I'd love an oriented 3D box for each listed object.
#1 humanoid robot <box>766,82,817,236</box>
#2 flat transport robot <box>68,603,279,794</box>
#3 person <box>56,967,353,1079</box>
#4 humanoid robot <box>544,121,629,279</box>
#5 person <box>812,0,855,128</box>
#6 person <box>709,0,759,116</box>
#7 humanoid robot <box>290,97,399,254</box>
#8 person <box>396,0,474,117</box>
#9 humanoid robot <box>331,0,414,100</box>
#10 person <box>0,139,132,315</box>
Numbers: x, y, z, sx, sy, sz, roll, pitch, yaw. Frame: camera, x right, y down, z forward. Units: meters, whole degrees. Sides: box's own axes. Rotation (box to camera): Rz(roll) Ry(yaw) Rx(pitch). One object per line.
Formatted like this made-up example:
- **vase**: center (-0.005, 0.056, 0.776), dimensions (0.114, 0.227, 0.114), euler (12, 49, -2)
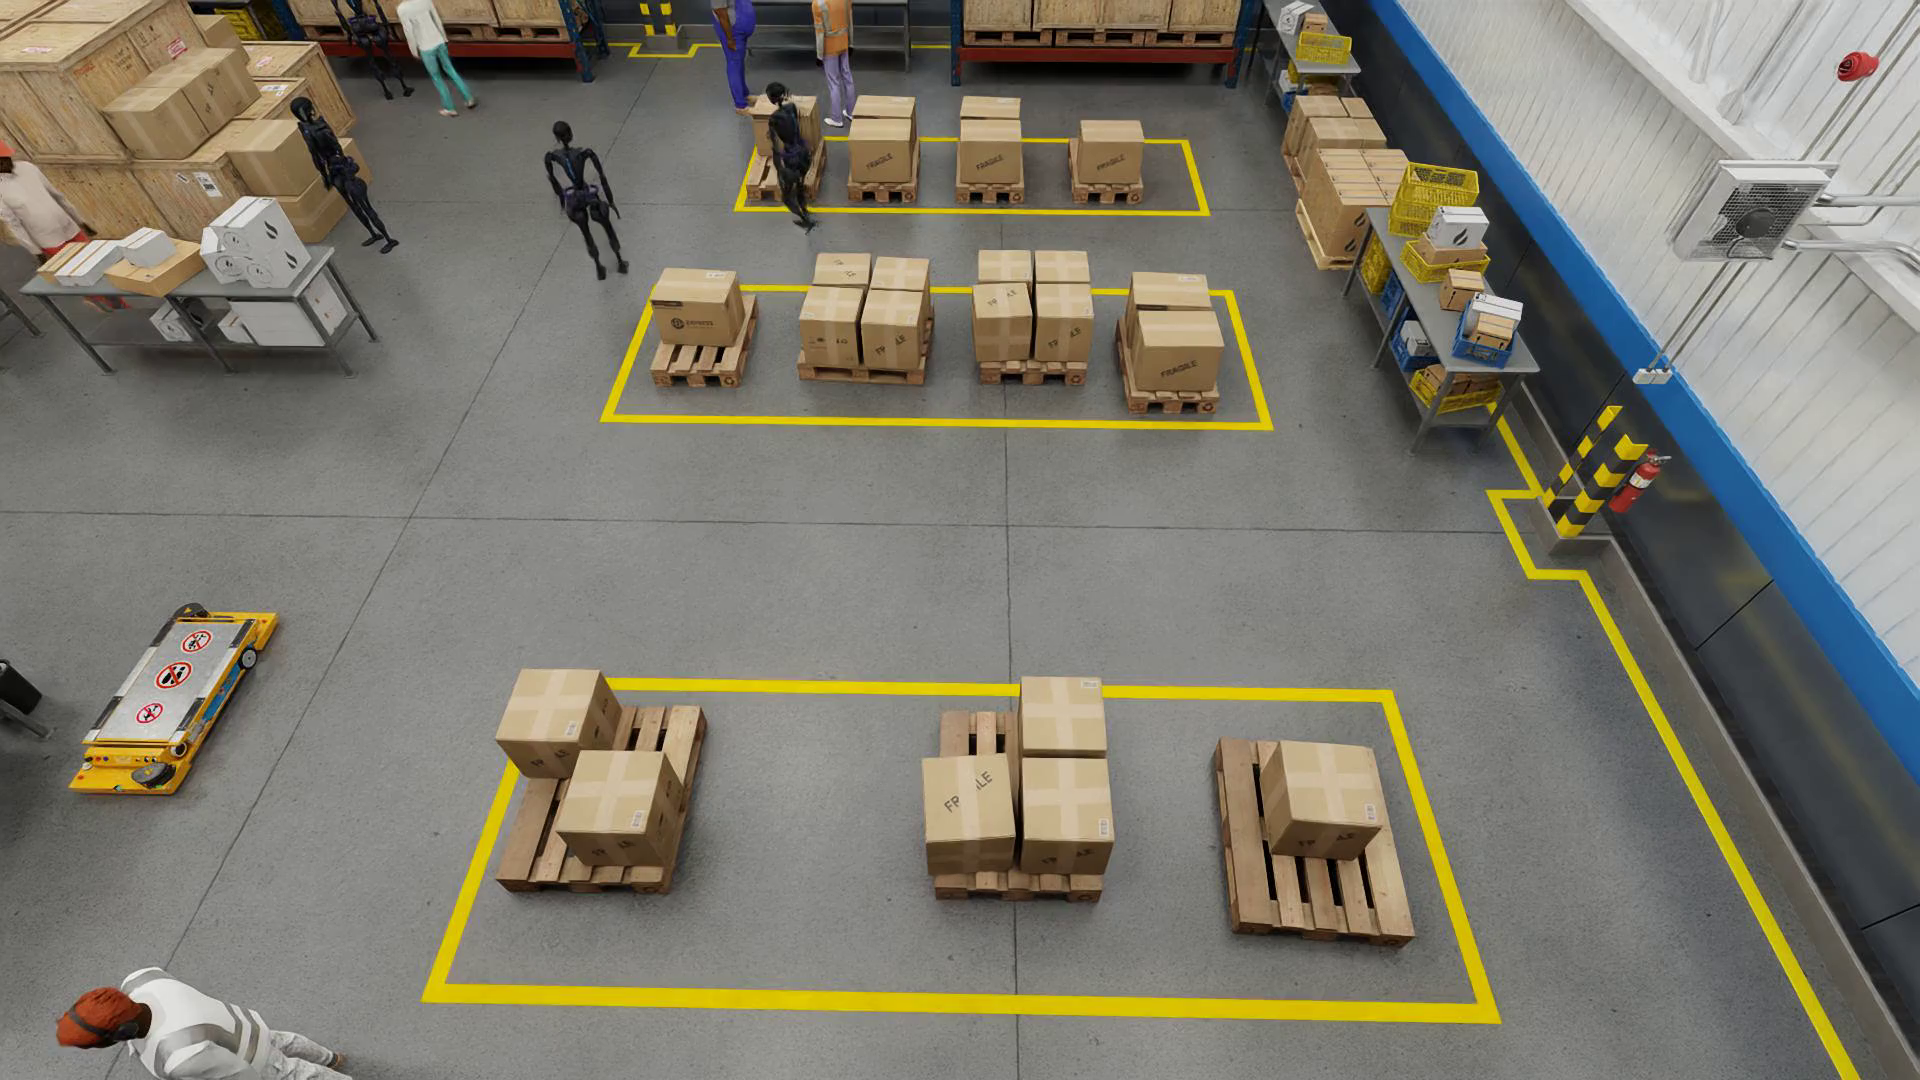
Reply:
- **humanoid robot**: center (-1.828, -4.121, 9.929), dimensions (0.488, 1.636, 0.622), euler (22, 53, 18)
- **flat transport robot**: center (-5.504, 1.072, 6.442), dimensions (0.652, 0.197, 1.431), euler (1, 50, 1)
- **person**: center (-3.405, 2.405, 4.272), dimensions (0.573, 1.887, 0.355), euler (31, 56, 24)
- **humanoid robot**: center (-3.828, -3.480, 9.387), dimensions (0.590, 1.654, 0.433), euler (-8, 50, -7)
- **person**: center (-1.581, -6.213, 11.535), dimensions (0.349, 1.929, 0.593), euler (36, 59, 27)
- **person**: center (-2.877, -6.582, 11.777), dimensions (0.536, 2.000, 0.676), euler (-2, 50, -1)
- **humanoid robot**: center (-6.551, -3.848, 9.697), dimensions (0.572, 1.652, 0.313), euler (21, 53, 17)
- **person**: center (-6.813, -6.359, 11.768), dimensions (0.324, 1.767, 0.538), euler (21, 53, 17)
- **humanoid robot**: center (-7.855, -6.745, 12.141), dimensions (0.601, 1.657, 0.313), euler (-15, 51, -12)
- **person**: center (-8.593, -2.911, 8.717), dimensions (0.790, 1.972, 0.626), euler (3, 50, 3)
